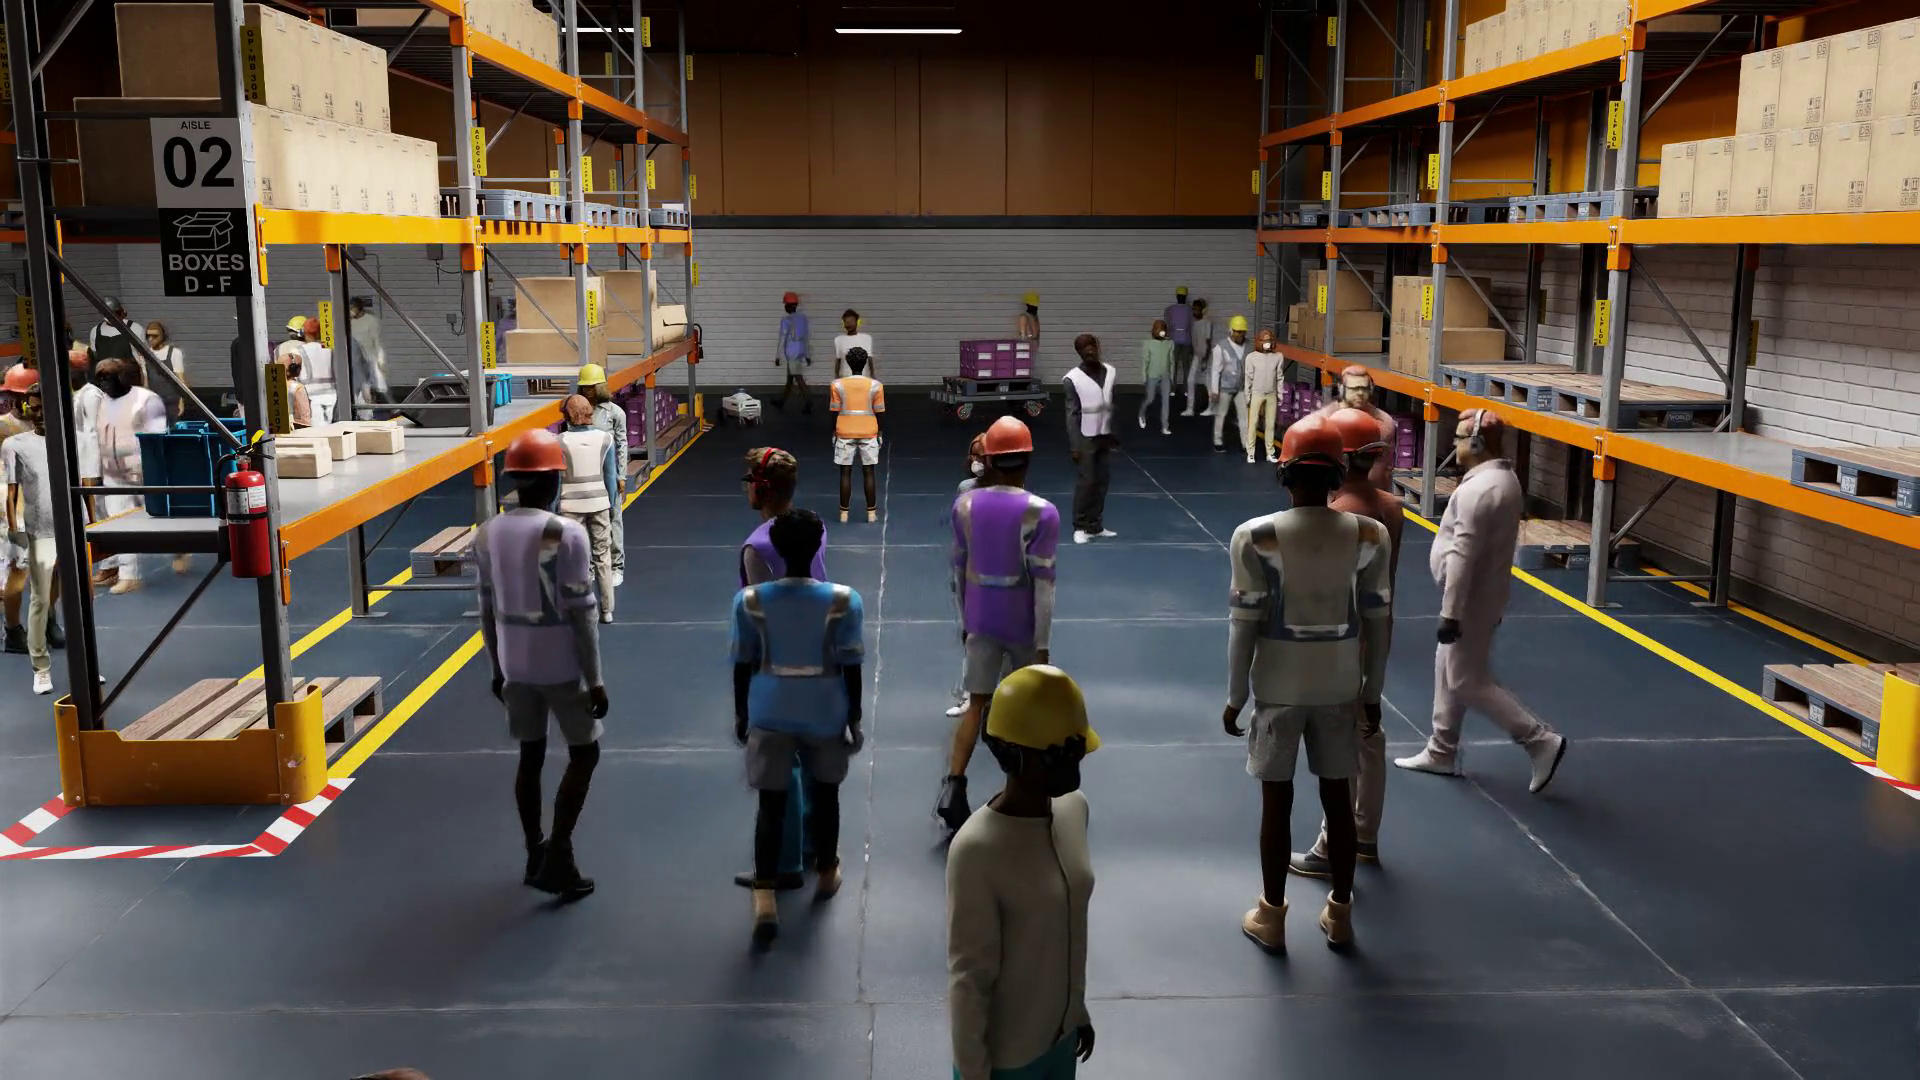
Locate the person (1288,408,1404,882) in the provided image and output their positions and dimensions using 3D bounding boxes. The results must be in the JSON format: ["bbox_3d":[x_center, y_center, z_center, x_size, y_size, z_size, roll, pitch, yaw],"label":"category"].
[{"bbox_3d":[1.623,0.442,7.014,0.381,1.994,0.613,9,13,40],"label":"person"}]

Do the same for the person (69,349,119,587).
[{"bbox_3d":[-6.755,-0.563,13.003,0.450,1.862,0.602,-7,12,-32],"label":"person"}]

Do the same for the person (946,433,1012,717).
[{"bbox_3d":[0.153,0.214,9.287,0.499,1.634,0.279,8,13,38],"label":"person"}]

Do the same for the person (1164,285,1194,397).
[{"bbox_3d":[3.814,-3.438,28.818,0.590,1.926,0.388,2,10,13],"label":"person"}]

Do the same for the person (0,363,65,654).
[{"bbox_3d":[-6.037,-0.195,10.801,0.524,1.908,0.613,2,10,10],"label":"person"}]

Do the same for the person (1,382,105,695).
[{"bbox_3d":[-5.409,-0.020,9.957,0.312,1.862,0.535,10,14,43],"label":"person"}]

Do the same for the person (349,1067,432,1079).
[{"bbox_3d":[-0.736,1.477,2.221,0.305,1.645,0.522,-10,14,-44],"label":"person"}]

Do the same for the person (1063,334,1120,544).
[{"bbox_3d":[1.190,-0.905,14.908,0.713,1.886,0.357,-10,14,-43],"label":"person"}]

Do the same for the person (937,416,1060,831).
[{"bbox_3d":[0.183,0.380,7.665,0.539,1.899,0.966,4,11,23],"label":"person"}]

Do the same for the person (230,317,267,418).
[{"bbox_3d":[-7.739,-1.572,18.230,0.609,1.996,0.383,10,14,43],"label":"person"}]

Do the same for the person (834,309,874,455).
[{"bbox_3d":[-1.318,-1.985,20.940,0.534,1.849,0.636,1,10,6],"label":"person"}]

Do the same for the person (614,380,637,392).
[{"bbox_3d":[-5.009,-2.687,24.909,0.591,1.828,0.404,-5,11,-26],"label":"person"}]

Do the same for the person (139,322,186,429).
[{"bbox_3d":[-9.006,-1.585,18.891,0.515,1.802,0.944,-1,10,-5],"label":"person"}]

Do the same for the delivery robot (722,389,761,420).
[{"bbox_3d":[-3.162,-1.948,24.075,0.477,0.478,0.707,-6,12,-31],"label":"delivery robot"}]

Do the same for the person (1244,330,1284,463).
[{"bbox_3d":[3.688,-1.739,20.204,0.496,1.626,0.284,-2,10,-11],"label":"person"}]

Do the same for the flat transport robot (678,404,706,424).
[{"bbox_3d":[-4.225,-1.870,24.696,0.652,0.197,1.431,-3,11,-19],"label":"flat transport robot"}]

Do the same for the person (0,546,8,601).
[{"bbox_3d":[-7.366,-0.392,12.294,0.328,1.767,0.530,7,12,34],"label":"person"}]

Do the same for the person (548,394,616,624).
[{"bbox_3d":[-2.636,-0.199,11.601,0.516,1.633,0.313,-7,12,-32],"label":"person"}]

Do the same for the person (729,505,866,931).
[{"bbox_3d":[-0.636,0.689,6.547,0.540,1.674,0.761,0,10,1],"label":"person"}]

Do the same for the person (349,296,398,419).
[{"bbox_3d":[-8.680,-2.647,24.537,0.686,1.896,0.863,5,11,24],"label":"person"}]

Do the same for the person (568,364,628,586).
[{"bbox_3d":[-2.839,-0.501,12.971,0.493,1.741,0.306,2,10,11],"label":"person"}]

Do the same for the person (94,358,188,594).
[{"bbox_3d":[-6.403,-0.529,12.954,0.627,1.805,0.840,0,10,3],"label":"person"}]

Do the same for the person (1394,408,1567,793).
[{"bbox_3d":[2.576,0.301,8.129,0.780,1.881,0.653,5,11,26],"label":"person"}]

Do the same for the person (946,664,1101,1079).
[{"bbox_3d":[0.162,1.138,3.773,0.326,1.767,0.533,7,12,32],"label":"person"}]

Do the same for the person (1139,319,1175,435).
[{"bbox_3d":[2.759,-2.303,23.392,0.508,1.613,0.680,-3,11,-16],"label":"person"}]

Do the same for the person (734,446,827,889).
[{"bbox_3d":[-0.728,0.532,6.918,0.388,1.847,0.562,4,11,21],"label":"person"}]

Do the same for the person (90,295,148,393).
[{"bbox_3d":[-10.541,-2.061,20.826,0.688,2.000,0.535,-1,10,-4],"label":"person"}]

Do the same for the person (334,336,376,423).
[{"bbox_3d":[-7.271,-1.805,19.936,1.041,1.876,0.634,-8,13,-36],"label":"person"}]

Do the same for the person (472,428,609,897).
[{"bbox_3d":[-1.708,0.506,6.831,0.578,1.932,0.417,5,11,24],"label":"person"}]

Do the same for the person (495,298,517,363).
[{"bbox_3d":[-6.654,-2.663,24.702,0.760,1.846,0.984,5,11,25],"label":"person"}]

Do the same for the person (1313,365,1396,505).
[{"bbox_3d":[2.587,-0.247,11.193,0.638,1.882,0.778,-1,10,-4],"label":"person"}]

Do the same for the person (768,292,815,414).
[{"bbox_3d":[-2.653,-2.921,26.041,1.052,1.881,0.566,7,12,35],"label":"person"}]

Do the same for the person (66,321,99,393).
[{"bbox_3d":[-10.229,-1.632,19.096,0.631,1.815,0.859,-6,12,-29],"label":"person"}]

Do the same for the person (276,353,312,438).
[{"bbox_3d":[-6.293,-0.943,15.719,0.511,1.640,0.308,7,12,32],"label":"person"}]

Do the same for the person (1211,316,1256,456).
[{"bbox_3d":[3.435,-1.940,20.944,0.611,1.768,0.890,-3,11,-16],"label":"person"}]

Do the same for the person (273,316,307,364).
[{"bbox_3d":[-7.646,-1.680,19.312,0.591,1.824,0.404,4,11,20],"label":"person"}]

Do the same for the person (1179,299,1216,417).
[{"bbox_3d":[3.672,-2.775,25.447,0.854,1.805,0.525,-7,12,-34],"label":"person"}]

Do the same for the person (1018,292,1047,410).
[{"bbox_3d":[1.172,-2.996,26.438,0.536,1.890,0.632,5,11,26],"label":"person"}]

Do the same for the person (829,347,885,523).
[{"bbox_3d":[-0.979,-0.997,15.883,0.530,1.689,0.322,-1,10,-7],"label":"person"}]

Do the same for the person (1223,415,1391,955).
[{"bbox_3d":[1.296,0.548,6.290,0.614,2.041,0.393,-1,10,-3],"label":"person"}]

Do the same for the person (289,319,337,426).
[{"bbox_3d":[-7.040,-1.500,18.290,0.711,1.853,0.602,8,13,37],"label":"person"}]
